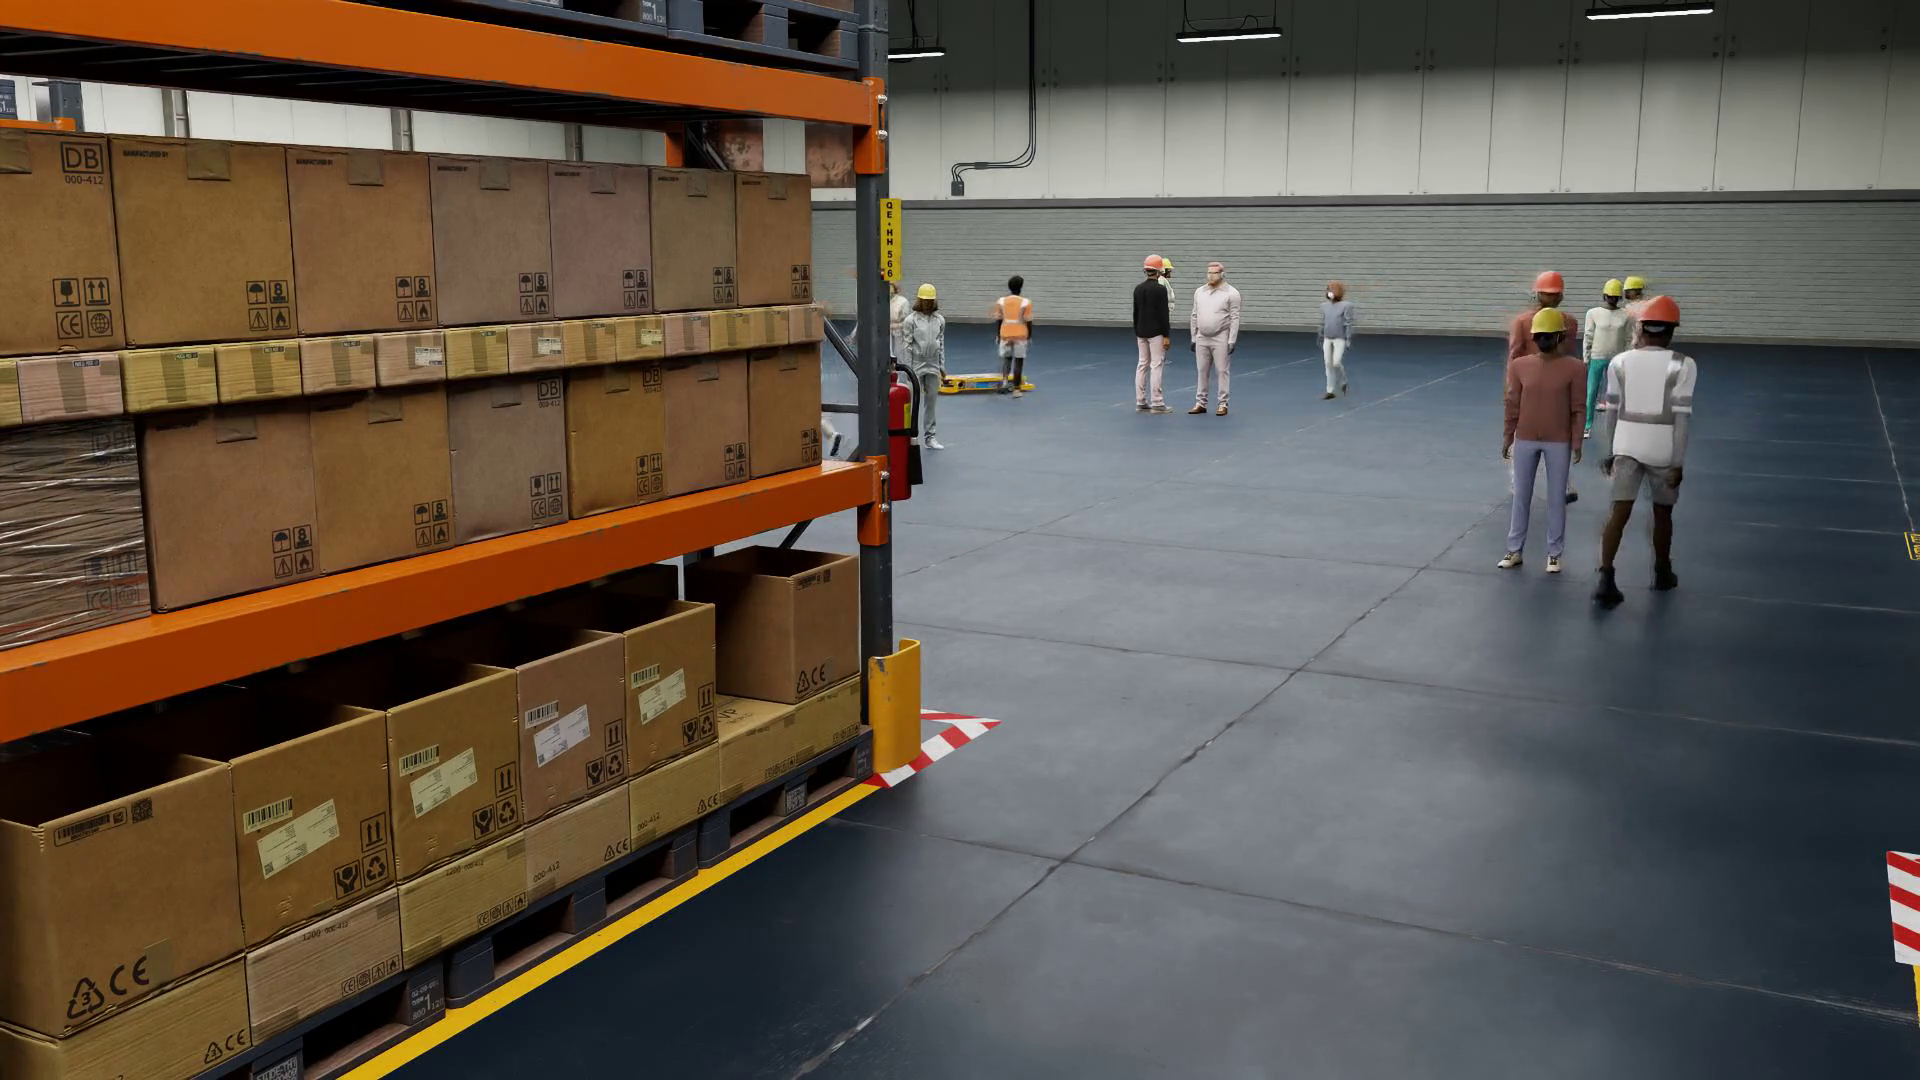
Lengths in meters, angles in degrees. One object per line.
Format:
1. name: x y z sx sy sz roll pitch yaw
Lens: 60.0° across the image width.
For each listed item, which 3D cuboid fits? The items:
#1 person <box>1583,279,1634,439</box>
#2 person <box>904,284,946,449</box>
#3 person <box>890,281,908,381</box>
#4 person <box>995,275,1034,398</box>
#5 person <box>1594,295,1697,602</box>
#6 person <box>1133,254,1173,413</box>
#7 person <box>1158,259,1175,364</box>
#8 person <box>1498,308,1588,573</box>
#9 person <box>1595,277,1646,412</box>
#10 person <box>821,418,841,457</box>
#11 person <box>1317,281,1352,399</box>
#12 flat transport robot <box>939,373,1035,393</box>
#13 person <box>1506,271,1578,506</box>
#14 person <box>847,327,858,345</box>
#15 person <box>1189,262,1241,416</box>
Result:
1. person: 7.141 -1.986 18.349 0.523 1.760 0.328 2 11 10
2. person: -0.353 -1.797 17.364 0.487 1.741 0.313 -6 12 -31
3. person: -1.008 -3.111 24.929 0.522 1.593 0.796 1 10 3
4. person: 0.765 -2.800 22.967 0.546 1.686 0.372 4 11 19
5. person: 4.209 -0.558 10.245 0.556 1.882 1.024 9 14 40
6. person: 2.441 -2.602 21.055 0.375 1.997 0.608 -7 13 -35
7. person: 3.571 -4.015 29.208 0.404 1.832 0.600 1 10 5
8. person: 3.884 -0.660 11.095 0.533 1.767 0.326 6 12 31
9. person: 8.518 -2.460 21.036 0.907 1.720 0.532 -2 11 -9
10. person: -1.546 -1.585 16.541 0.643 1.619 0.521 4 11 23
11. person: 5.102 -2.722 22.714 0.524 1.622 0.357 10 14 44
12. flat transport robot: 0.297 -2.267 23.933 1.431 0.197 0.652 -5 11 -24
13. person: 4.882 -1.269 13.935 0.641 1.932 1.039 -1 10 -3
14. person: -1.912 -4.754 33.854 0.756 1.604 0.507 0 10 0
15. person: 3.163 -2.512 20.809 0.641 1.908 0.407 7 12 33
